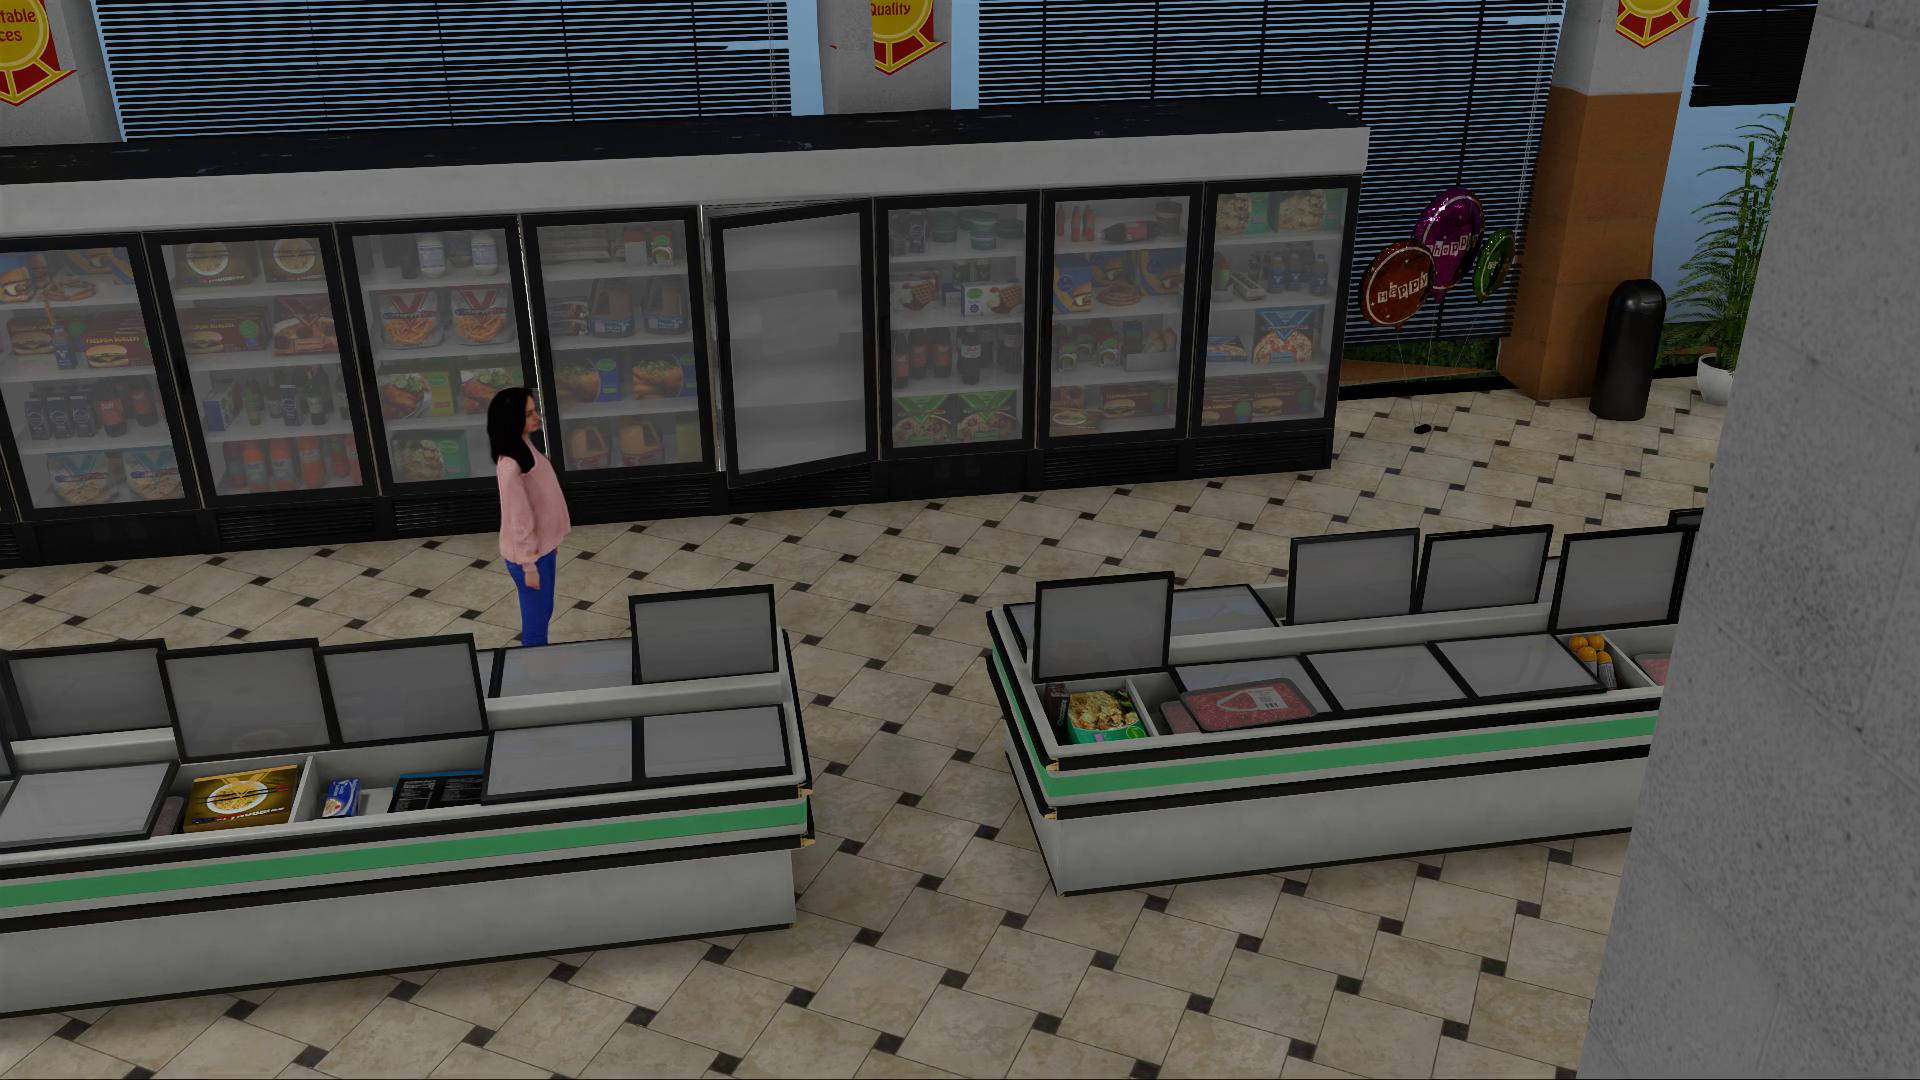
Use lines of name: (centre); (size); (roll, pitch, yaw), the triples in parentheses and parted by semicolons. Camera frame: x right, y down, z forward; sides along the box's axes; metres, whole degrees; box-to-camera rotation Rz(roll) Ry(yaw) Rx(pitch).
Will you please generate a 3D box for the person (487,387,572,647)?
person: (-2.103, 0.077, 8.153); (0.582, 1.769, 0.671); (-1, 27, -2)
